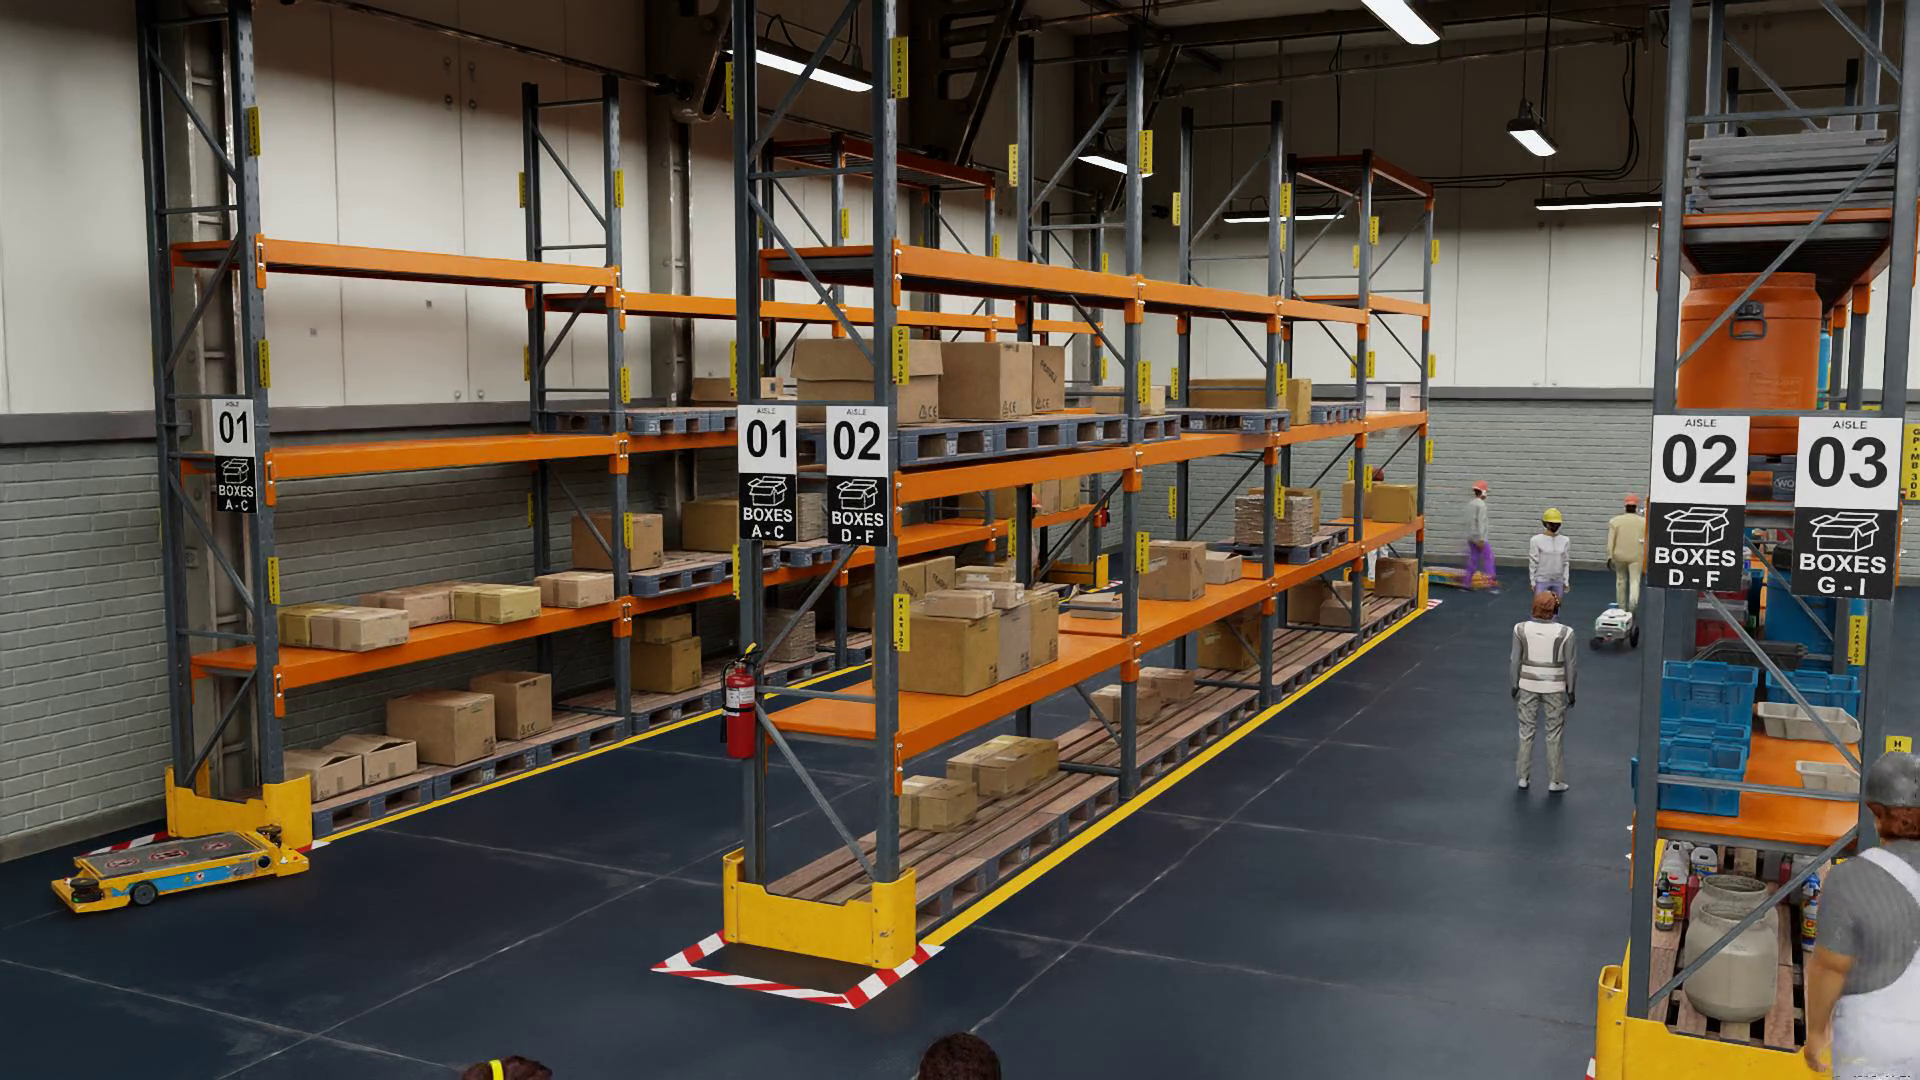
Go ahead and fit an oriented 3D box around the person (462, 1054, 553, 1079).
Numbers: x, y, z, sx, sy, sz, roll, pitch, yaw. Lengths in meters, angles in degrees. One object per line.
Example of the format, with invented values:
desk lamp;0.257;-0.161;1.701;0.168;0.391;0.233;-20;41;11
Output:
person;-1.045;2.103;3.862;0.328;1.872;0.515;-3;7;-29

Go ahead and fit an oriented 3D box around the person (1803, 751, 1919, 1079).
person;3.485;1.778;6.200;0.700;2.000;0.536;0;6;0

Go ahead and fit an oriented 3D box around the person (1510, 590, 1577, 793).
person;4.732;1.225;13.502;0.523;1.639;0.309;4;7;33

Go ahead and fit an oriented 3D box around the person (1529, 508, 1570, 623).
person;7.075;0.499;19.960;0.524;1.769;0.308;-1;6;-11

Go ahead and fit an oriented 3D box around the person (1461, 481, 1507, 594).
person;8.013;-0.040;25.452;0.660;1.711;0.601;0;6;-4

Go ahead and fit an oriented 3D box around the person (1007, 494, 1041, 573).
person;0.754;0.424;19.658;0.398;1.990;0.618;0;6;1

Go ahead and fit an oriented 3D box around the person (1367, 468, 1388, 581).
person;6.532;-0.191;26.102;0.583;1.881;0.338;-3;7;-26

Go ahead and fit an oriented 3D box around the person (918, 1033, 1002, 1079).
person;0.000;2.082;3.828;0.587;1.920;0.392;0;6;2

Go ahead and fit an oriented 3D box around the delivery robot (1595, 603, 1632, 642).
delivery robot;7.982;1.017;20.297;0.477;0.478;0.707;3;7;29

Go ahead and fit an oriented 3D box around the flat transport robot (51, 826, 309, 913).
flat transport robot;-5.146;2.159;11.006;1.431;0.197;0.652;-5;8;-40

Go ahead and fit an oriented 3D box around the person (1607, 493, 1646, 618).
person;9.225;0.215;22.926;0.572;1.730;0.716;3;6;24

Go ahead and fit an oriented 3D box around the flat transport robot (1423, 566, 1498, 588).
flat transport robot;7.740;0.578;26.385;0.652;0.197;1.431;-4;7;-34
